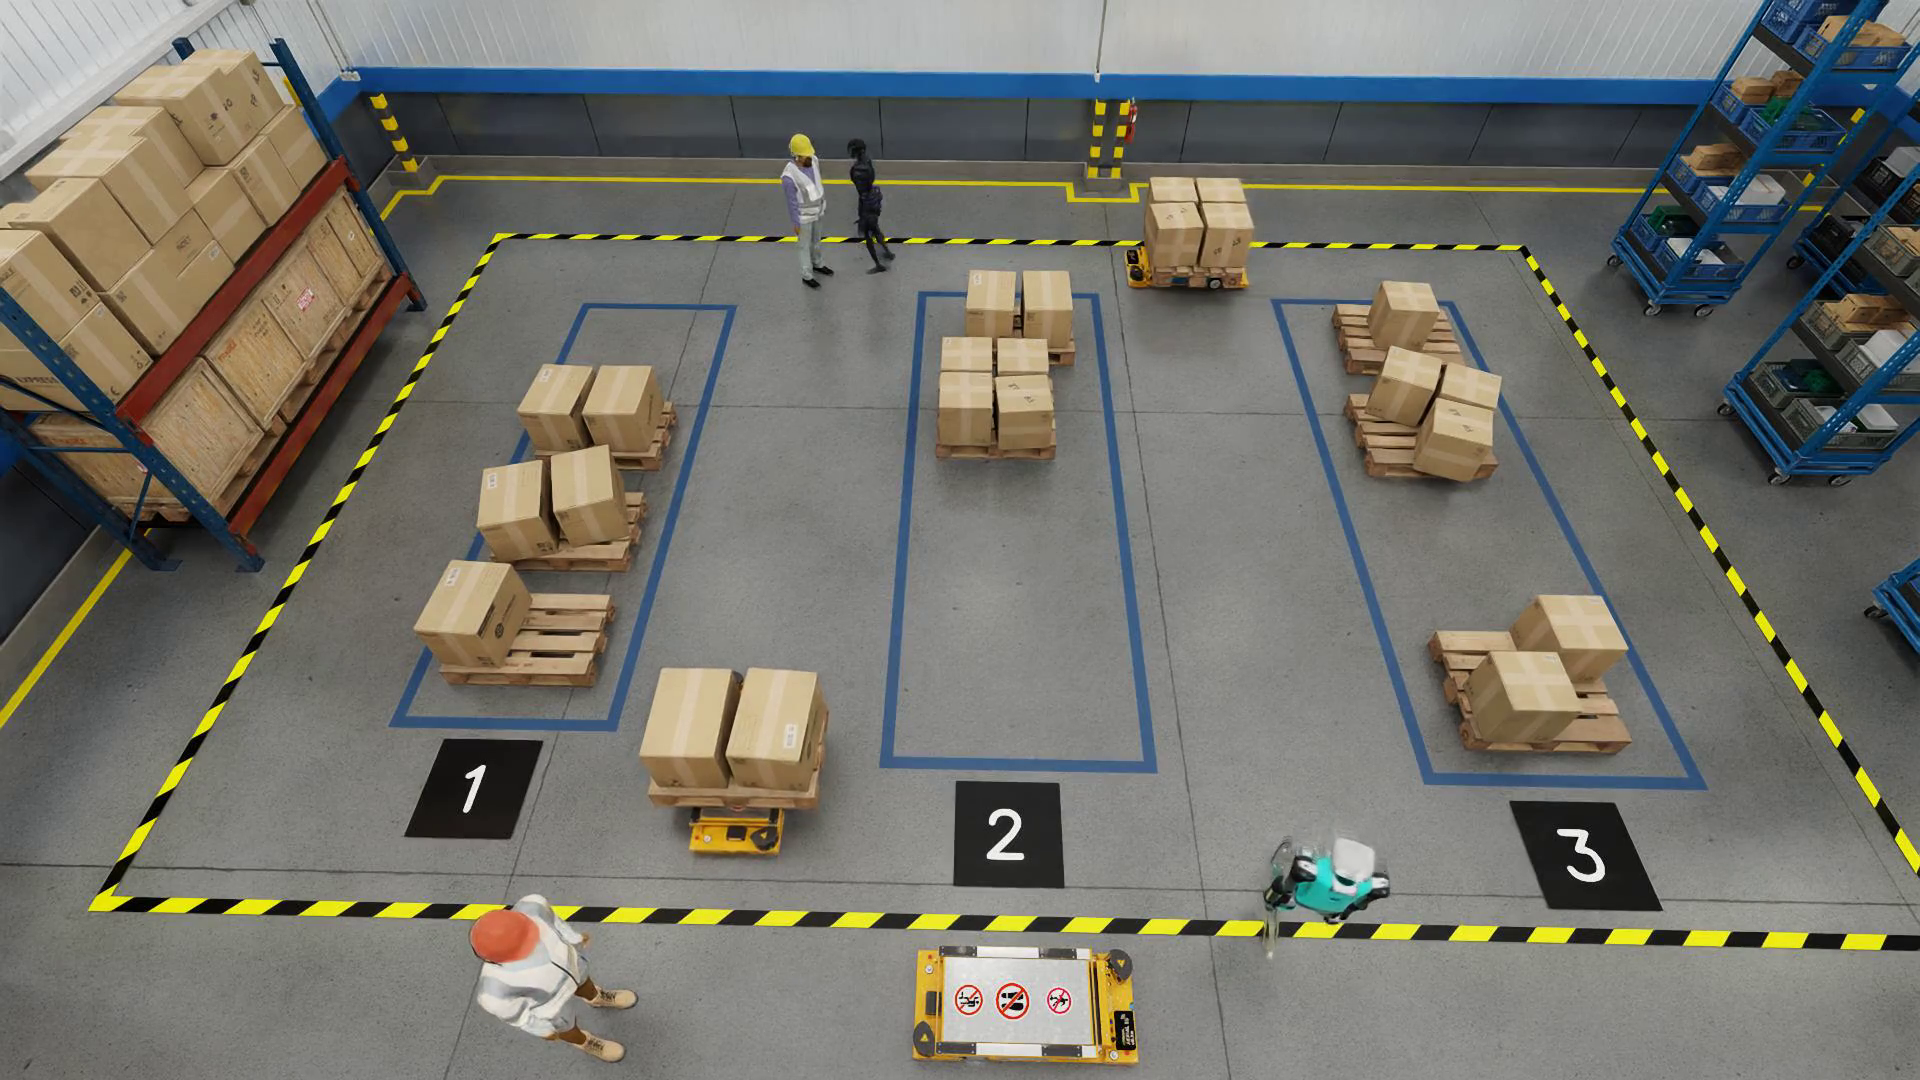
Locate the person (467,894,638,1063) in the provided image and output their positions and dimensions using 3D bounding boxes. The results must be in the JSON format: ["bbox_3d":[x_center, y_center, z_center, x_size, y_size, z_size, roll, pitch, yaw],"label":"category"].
[{"bbox_3d":[-2.315,2.534,5.276,0.383,2.045,0.604,4,51,3],"label":"person"}]

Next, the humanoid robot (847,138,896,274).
[{"bbox_3d":[-1.028,-3.913,10.776,0.458,1.647,0.613,7,51,6],"label":"humanoid robot"}]

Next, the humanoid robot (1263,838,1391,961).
[{"bbox_3d":[2.227,2.040,5.889,0.544,1.763,0.955,10,51,8],"label":"humanoid robot"}]

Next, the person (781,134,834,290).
[{"bbox_3d":[-1.738,-3.788,10.564,0.403,1.831,0.592,22,54,17],"label":"person"}]

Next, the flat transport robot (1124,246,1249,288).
[{"bbox_3d":[2.765,-3.365,11.211,1.431,0.197,0.652,1,51,1],"label":"flat transport robot"}]

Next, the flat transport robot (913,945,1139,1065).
[{"bbox_3d":[0.422,3.041,6.007,1.431,0.231,0.659,1,51,1],"label":"flat transport robot"}]

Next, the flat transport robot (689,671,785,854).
[{"bbox_3d":[-1.636,1.685,7.094,0.652,0.197,1.431,1,51,1],"label":"flat transport robot"}]
